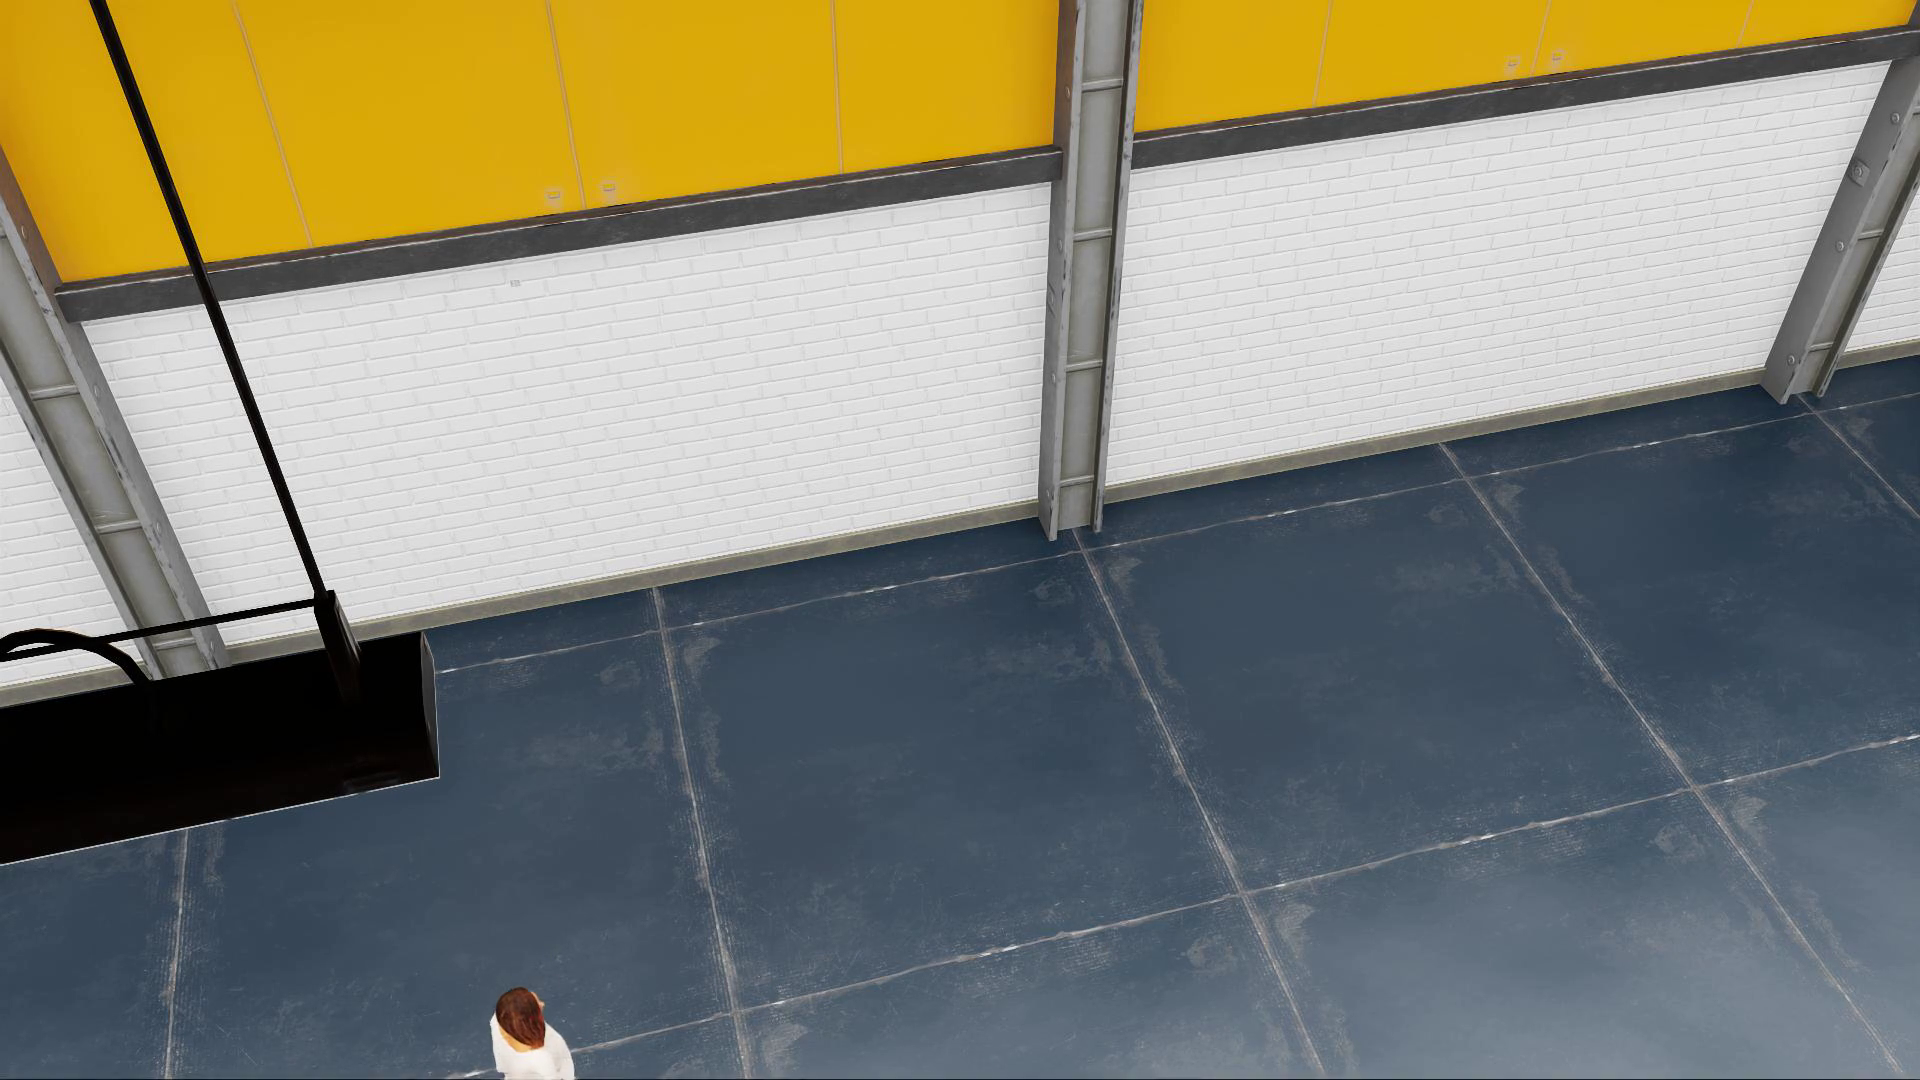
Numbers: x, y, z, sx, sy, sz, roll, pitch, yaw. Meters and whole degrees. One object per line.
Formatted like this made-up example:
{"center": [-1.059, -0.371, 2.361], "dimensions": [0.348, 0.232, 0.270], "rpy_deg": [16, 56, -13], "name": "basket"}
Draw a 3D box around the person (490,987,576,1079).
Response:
{"center": [-2.064, 2.683, 7.899], "dimensions": [0.906, 1.660, 1.045], "rpy_deg": [33, 53, 30], "name": "person"}
